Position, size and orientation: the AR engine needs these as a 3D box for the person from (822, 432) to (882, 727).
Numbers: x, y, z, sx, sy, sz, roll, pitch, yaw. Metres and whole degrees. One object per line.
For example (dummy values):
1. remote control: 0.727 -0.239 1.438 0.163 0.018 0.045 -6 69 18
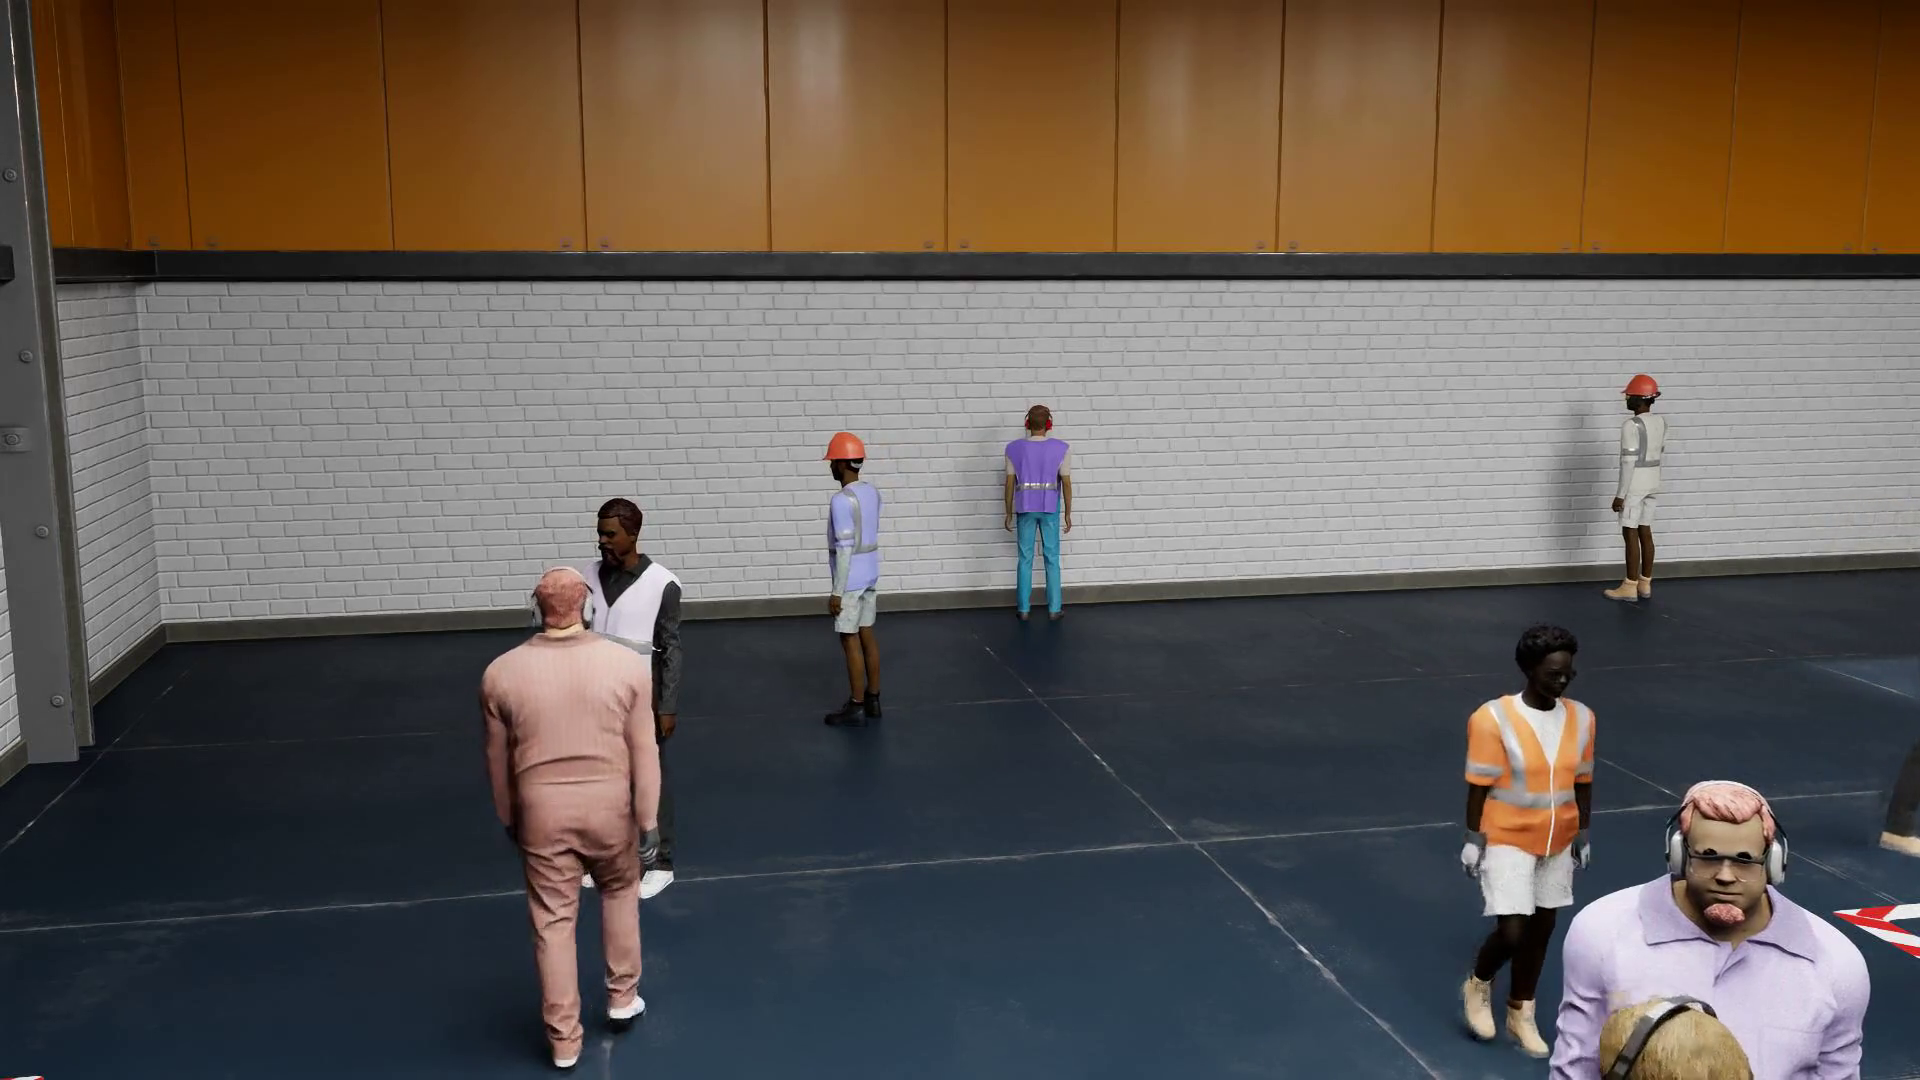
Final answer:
1. person: -0.728 0.258 10.917 0.373 1.935 0.552 4 10 22

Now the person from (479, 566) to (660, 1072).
1. person: -1.479 1.039 6.378 0.648 1.879 0.726 -2 9 -11

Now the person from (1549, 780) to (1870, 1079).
1. person: 1.633 1.460 3.689 0.643 1.909 0.410 3 10 16

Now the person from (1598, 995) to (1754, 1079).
1. person: 1.032 1.612 2.729 0.622 1.924 0.489 -2 10 -14

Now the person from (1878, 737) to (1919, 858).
1. person: 5.097 0.767 8.235 0.538 1.802 0.933 -8 12 -39

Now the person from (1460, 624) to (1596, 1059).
1. person: 2.157 1.139 6.287 0.556 1.683 0.365 -3 10 -16

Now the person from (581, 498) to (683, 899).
1. person: -1.587 0.746 8.002 0.593 1.919 0.388 5 11 28

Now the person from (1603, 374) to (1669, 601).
1. person: 6.105 -0.470 15.023 0.612 2.048 0.363 -7 12 -38

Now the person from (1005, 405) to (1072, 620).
1. person: 0.664 -0.224 14.145 0.570 1.840 0.372 1 9 5
